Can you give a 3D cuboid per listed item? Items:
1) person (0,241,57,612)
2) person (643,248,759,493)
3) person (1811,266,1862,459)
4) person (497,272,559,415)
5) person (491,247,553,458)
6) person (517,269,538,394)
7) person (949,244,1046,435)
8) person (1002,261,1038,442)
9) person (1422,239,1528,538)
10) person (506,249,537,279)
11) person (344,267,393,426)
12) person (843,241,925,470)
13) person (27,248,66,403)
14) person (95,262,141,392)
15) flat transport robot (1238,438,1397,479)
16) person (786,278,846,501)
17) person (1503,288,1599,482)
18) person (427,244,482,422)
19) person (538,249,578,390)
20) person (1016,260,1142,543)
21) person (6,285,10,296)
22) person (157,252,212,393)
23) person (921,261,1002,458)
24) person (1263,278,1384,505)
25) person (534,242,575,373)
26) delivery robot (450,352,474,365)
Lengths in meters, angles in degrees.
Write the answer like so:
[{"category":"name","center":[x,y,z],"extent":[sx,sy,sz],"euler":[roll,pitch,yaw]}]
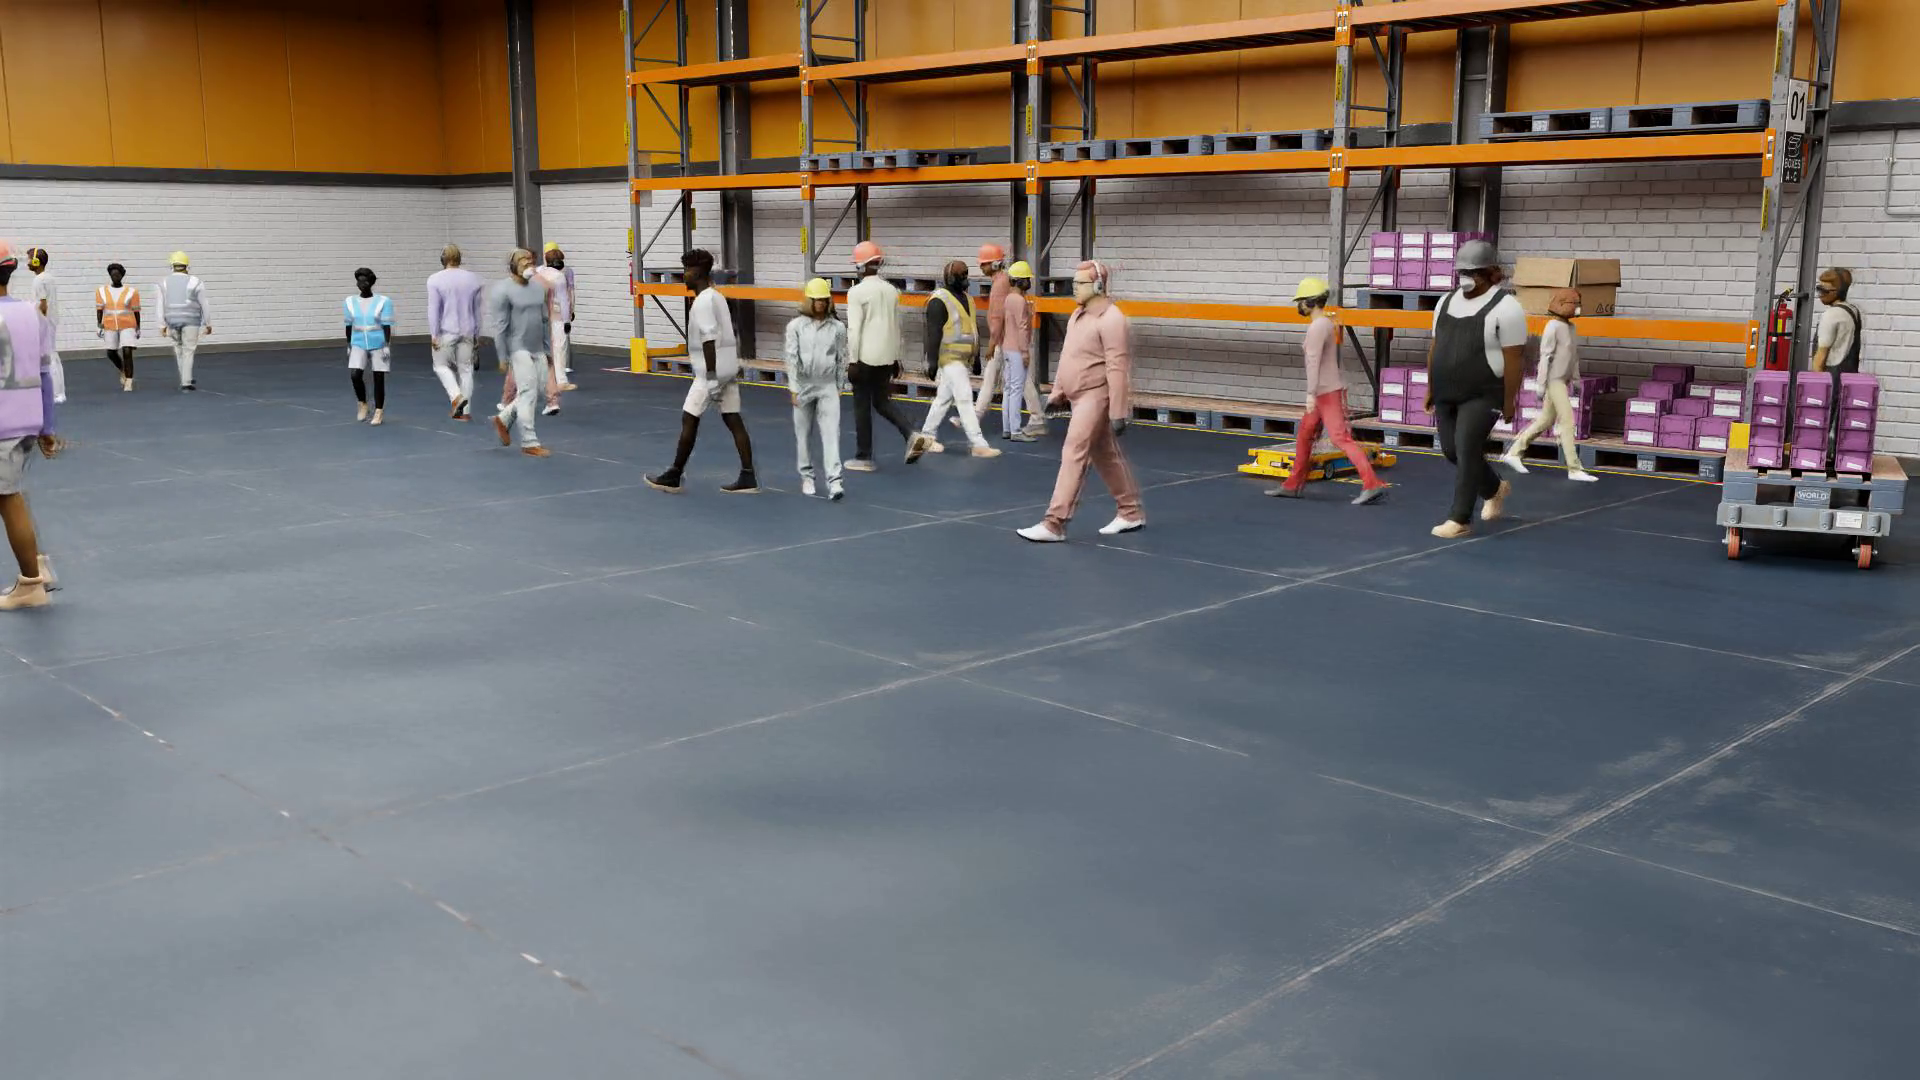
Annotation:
[{"category":"person","center":[-5.172,-0.605,8.882],"extent":[0.494,2.026,0.624],"euler":[0,10,0]},{"category":"person","center":[-2.035,-1.308,13.025],"extent":[0.975,1.913,0.606],"euler":[2,11,10]},{"category":"person","center":[6.484,-1.108,12.260],"extent":[0.792,1.807,0.531],"euler":[9,14,41]},{"category":"person","center":[-4.896,-2.340,18.827],"extent":[0.667,1.856,1.016],"euler":[-10,14,-44]},{"category":"person","center":[-4.051,-1.718,15.256],"extent":[0.717,1.916,0.633],"euler":[5,12,27]},{"category":"person","center":[-5.513,-2.634,21.066],"extent":[0.408,1.608,0.555],"euler":[8,13,37]},{"category":"person","center":[0.404,-2.016,16.824],"extent":[1.015,1.924,0.625],"euler":[-1,10,-4]},{"category":"person","center":[0.580,-1.846,16.362],"extent":[0.309,1.769,0.523],"euler":[-3,11,-14]},{"category":"person","center":[3.537,-1.059,11.317],"extent":[0.842,2.000,0.680],"euler":[-6,12,-30]},{"category":"person","center":[-6.509,-3.456,24.993],"extent":[0.683,1.824,0.477],"euler":[2,11,13]},{"category":"person","center":[-6.284,-2.053,17.690],"extent":[0.525,1.682,0.371],"euler":[-1,10,-5]},{"category":"person","center":[-0.679,-1.557,14.233],"extent":[0.674,1.977,0.629],"euler":[8,13,36]},{"category":"person","center":[-11.055,-2.574,20.077],"extent":[0.323,1.861,0.528],"euler":[-3,11,-15]},{"category":"person","center":[-10.930,-2.776,21.667],"extent":[0.532,1.675,0.661],"euler":[-3,11,-13]},{"category":"flat transport robot","center":[3.070,-0.706,14.224],"extent":[1.431,0.197,0.652],"euler":[-10,14,-44]},{"category":"person","center":[-1.088,-1.145,12.741],"extent":[0.485,1.693,0.913],"euler":[-3,11,-14]},{"category":"person","center":[4.962,-1.313,13.913],"extent":[0.833,1.595,0.516],"euler":[9,14,40]},{"category":"person","center":[-5.443,-2.225,17.992],"extent":[0.630,1.928,0.495],"euler":[-9,14,-40]},{"category":"person","center":[-5.293,-2.887,21.828],"extent":[0.633,1.841,0.429],"euler":[10,15,44]},{"category":"person","center":[0.831,-0.916,11.056],"extent":[0.961,1.860,0.647],"euler":[-2,11,-13]},{"category":"person","center":[-11.944,-2.616,20.375],"extent":[0.621,1.841,0.996],"euler":[-1,10,-6]},{"category":"person","center":[-10.040,-2.829,21.615],"extent":[0.594,1.796,0.867],"euler":[0,10,-1]},{"category":"person","center":[-0.037,-1.668,15.329],"extent":[0.945,1.797,0.639],"euler":[6,12,29]},{"category":"person","center":[2.800,-1.123,12.585],"extent":[0.902,1.711,0.557],"euler":[3,11,18]},{"category":"person","center":[-5.939,-3.399,24.386],"extent":[0.587,1.928,0.364],"euler":[-4,11,-20]},{"category":"delivery robot","center":[-7.522,-2.878,25.028],"extent":[0.477,0.478,0.707],"euler":[-4,11,-19]}]
